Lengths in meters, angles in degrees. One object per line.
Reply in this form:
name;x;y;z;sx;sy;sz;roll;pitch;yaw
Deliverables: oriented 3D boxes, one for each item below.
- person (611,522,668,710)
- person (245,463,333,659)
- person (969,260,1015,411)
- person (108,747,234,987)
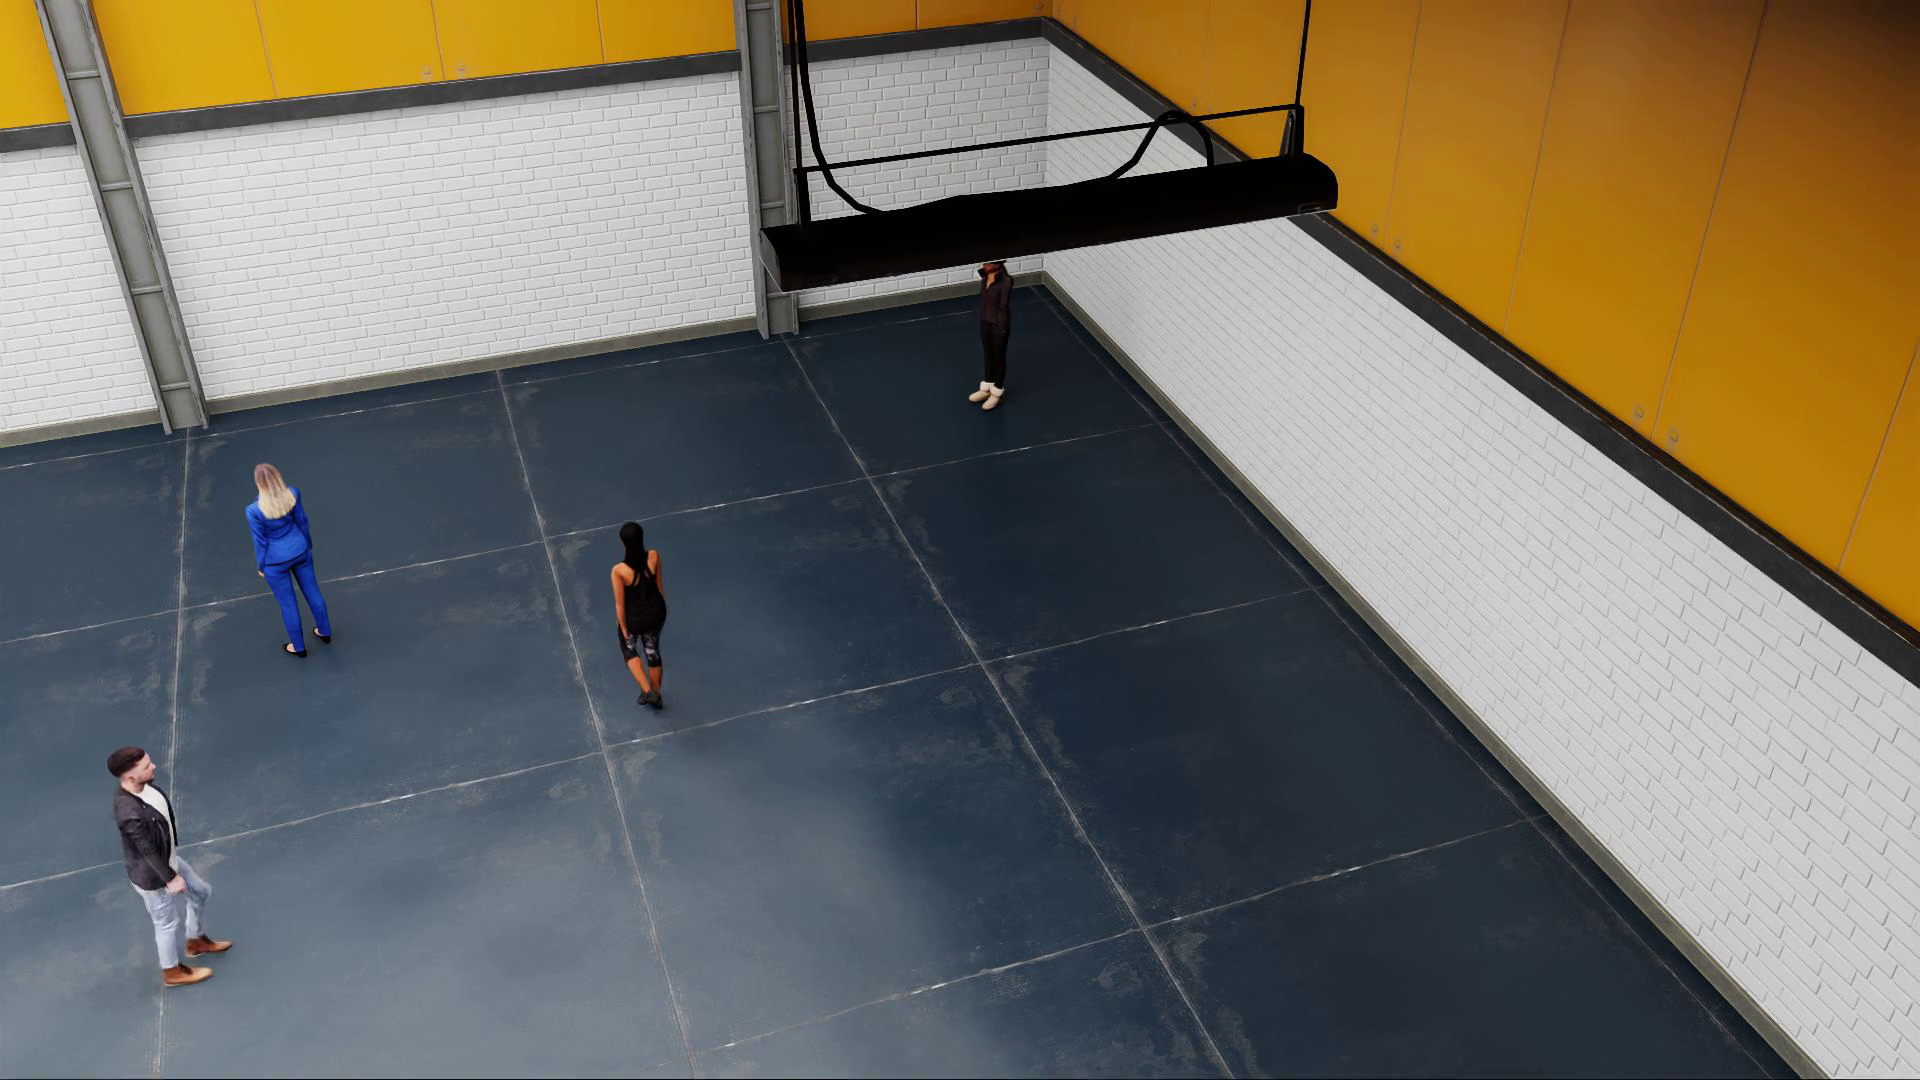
person;-2.314;0.587;12.297;0.624;1.653;0.720;-23;40;-30
person;-5.222;0.143;12.920;0.766;1.701;0.661;24;40;31
person;0.356;-2.132;16.380;0.731;1.662;0.666;-21;39;-29
person;-4.923;2.003;10.012;0.619;1.823;0.670;-9;35;-14
